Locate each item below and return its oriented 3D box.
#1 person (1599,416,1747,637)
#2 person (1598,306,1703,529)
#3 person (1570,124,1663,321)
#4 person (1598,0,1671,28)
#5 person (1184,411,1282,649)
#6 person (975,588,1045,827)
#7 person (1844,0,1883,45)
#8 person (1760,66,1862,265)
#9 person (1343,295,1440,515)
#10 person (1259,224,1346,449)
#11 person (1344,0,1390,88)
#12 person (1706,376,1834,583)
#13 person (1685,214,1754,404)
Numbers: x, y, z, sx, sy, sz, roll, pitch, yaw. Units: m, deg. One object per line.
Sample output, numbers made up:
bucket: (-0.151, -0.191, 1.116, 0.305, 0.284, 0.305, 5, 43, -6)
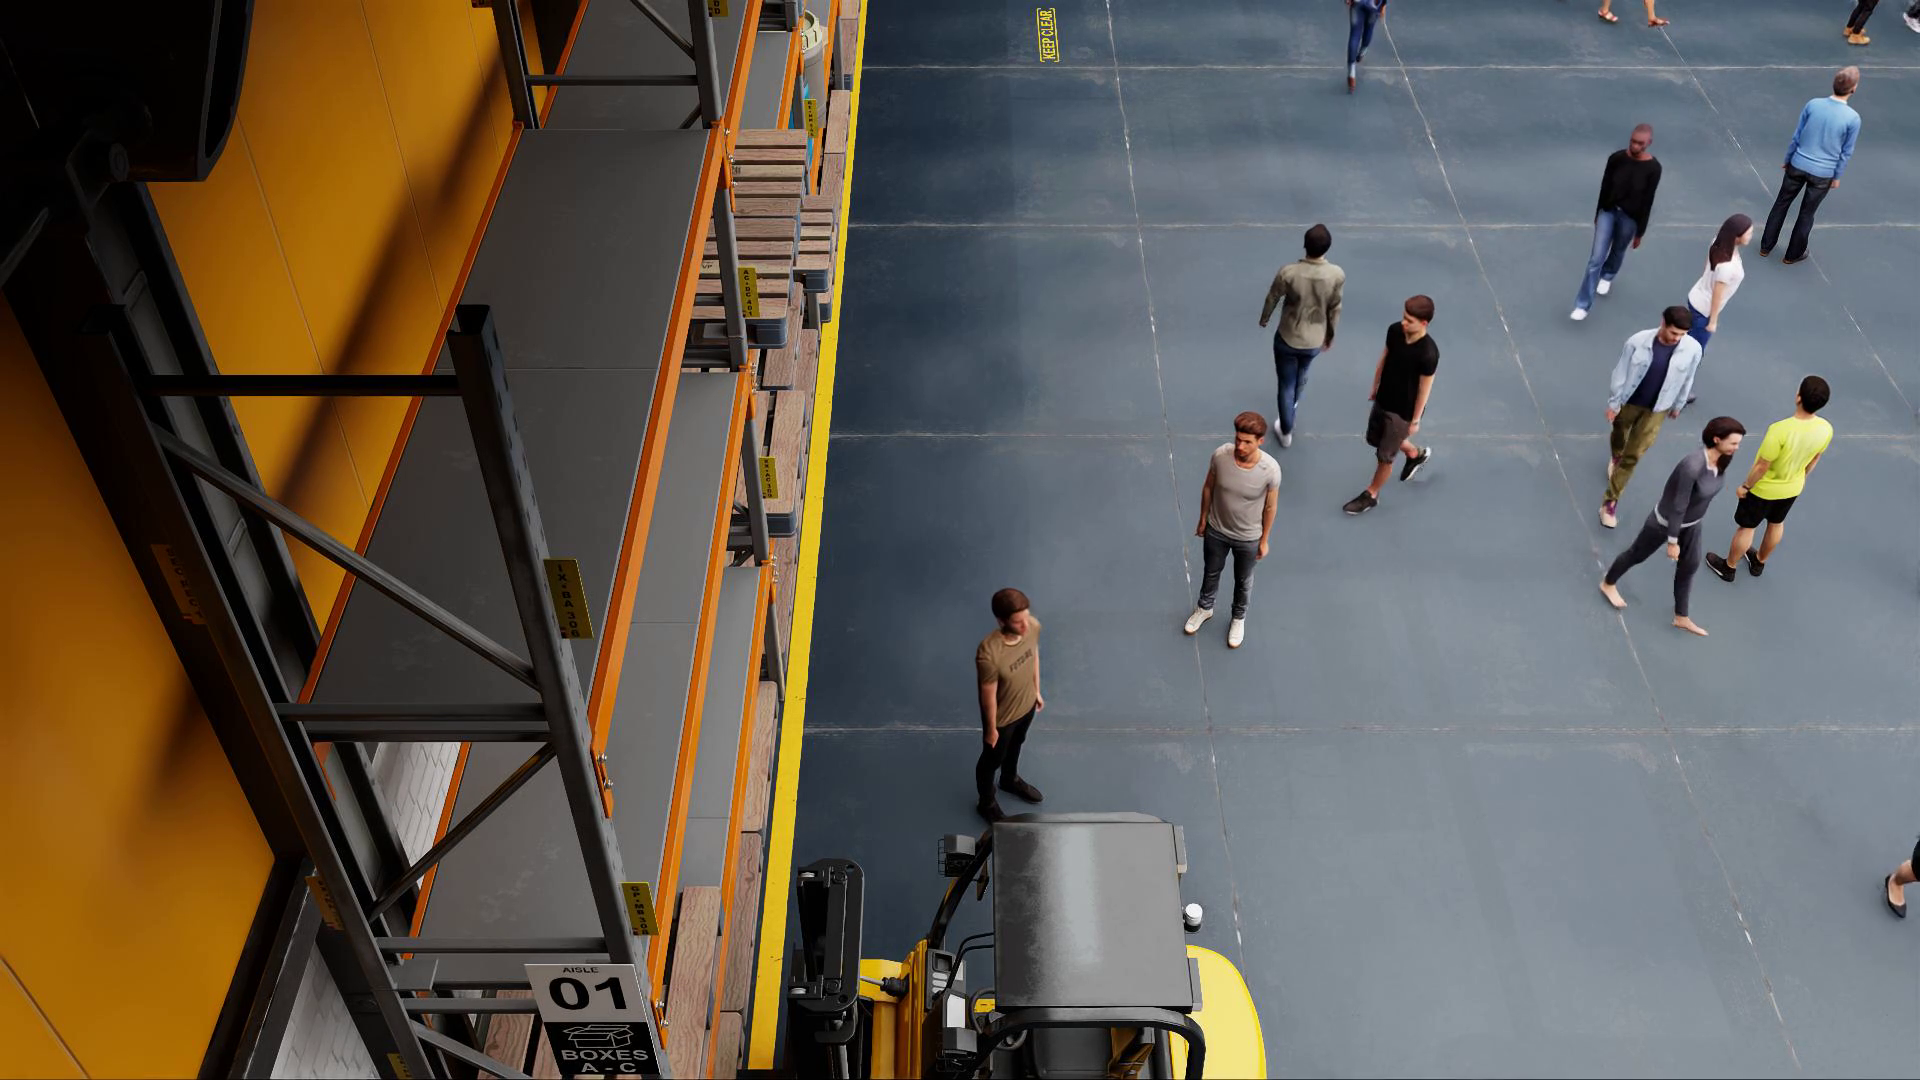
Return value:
person: (4.737, -0.173, 11.183, 1.006, 1.710, 1.139, -22, 48, -22)
person: (4.934, -1.033, 12.050, 1.014, 1.760, 1.272, 16, 46, 16)
person: (5.524, -2.704, 13.845, 1.012, 1.703, 1.228, 23, 48, 22)
person: (7.120, -6.221, 17.638, 1.024, 1.564, 0.990, 31, 52, 29)
person: (1.815, -0.091, 10.961, 0.731, 1.898, 0.707, 17, 46, 17)
person: (0.283, 0.977, 9.874, 0.807, 1.851, 0.729, 31, 51, 28)
person: (9.627, -5.845, 17.491, 0.578, 1.223, 0.432, 4, 44, 4)
person: (7.344, -3.227, 14.309, 0.737, 1.820, 0.792, 33, 53, 30)
person: (3.228, -0.988, 11.942, 0.993, 1.843, 1.064, -19, 47, -19)
person: (2.550, -1.464, 12.442, 0.733, 1.843, 0.940, -3, 44, -3)
person: (4.064, -5.338, 16.700, 0.836, 1.579, 1.122, 12, 45, 12)
person: (5.620, -0.406, 11.429, 0.655, 1.708, 0.581, -6, 44, -7)
person: (5.765, -1.796, 12.913, 0.698, 1.675, 0.524, 7, 44, 7)
